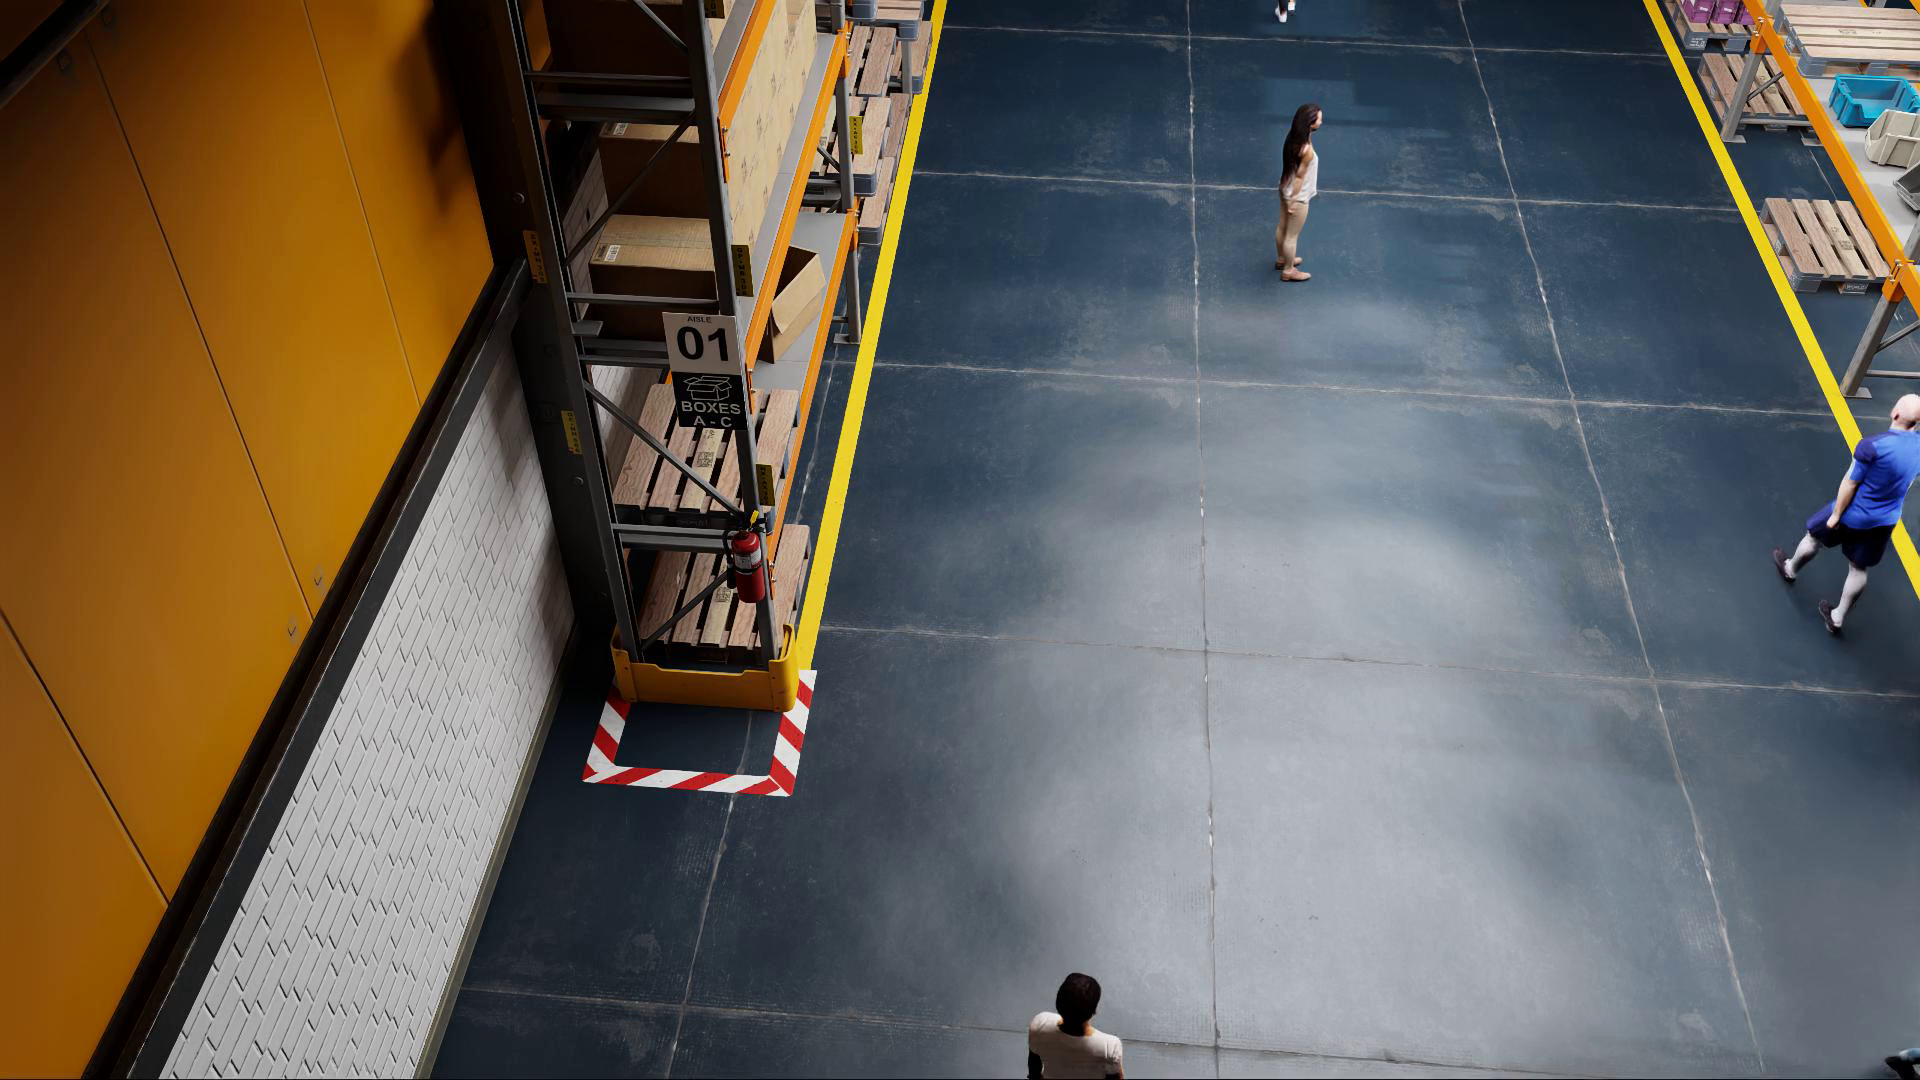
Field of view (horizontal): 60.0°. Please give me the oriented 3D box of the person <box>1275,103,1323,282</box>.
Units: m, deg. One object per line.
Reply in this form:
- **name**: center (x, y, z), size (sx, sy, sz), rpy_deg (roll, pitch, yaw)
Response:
- **person**: center (2.830, -2.947, 14.100), size (0.673, 1.652, 0.607), rpy_deg (-27, 50, -25)

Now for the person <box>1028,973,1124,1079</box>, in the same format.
- **person**: center (0.537, 2.736, 8.097), size (0.841, 1.704, 1.034), rpy_deg (18, 46, 18)

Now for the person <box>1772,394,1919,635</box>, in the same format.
- **person**: center (6.016, -0.117, 11.019), size (0.753, 1.805, 1.022), rpy_deg (-1, 44, -1)
